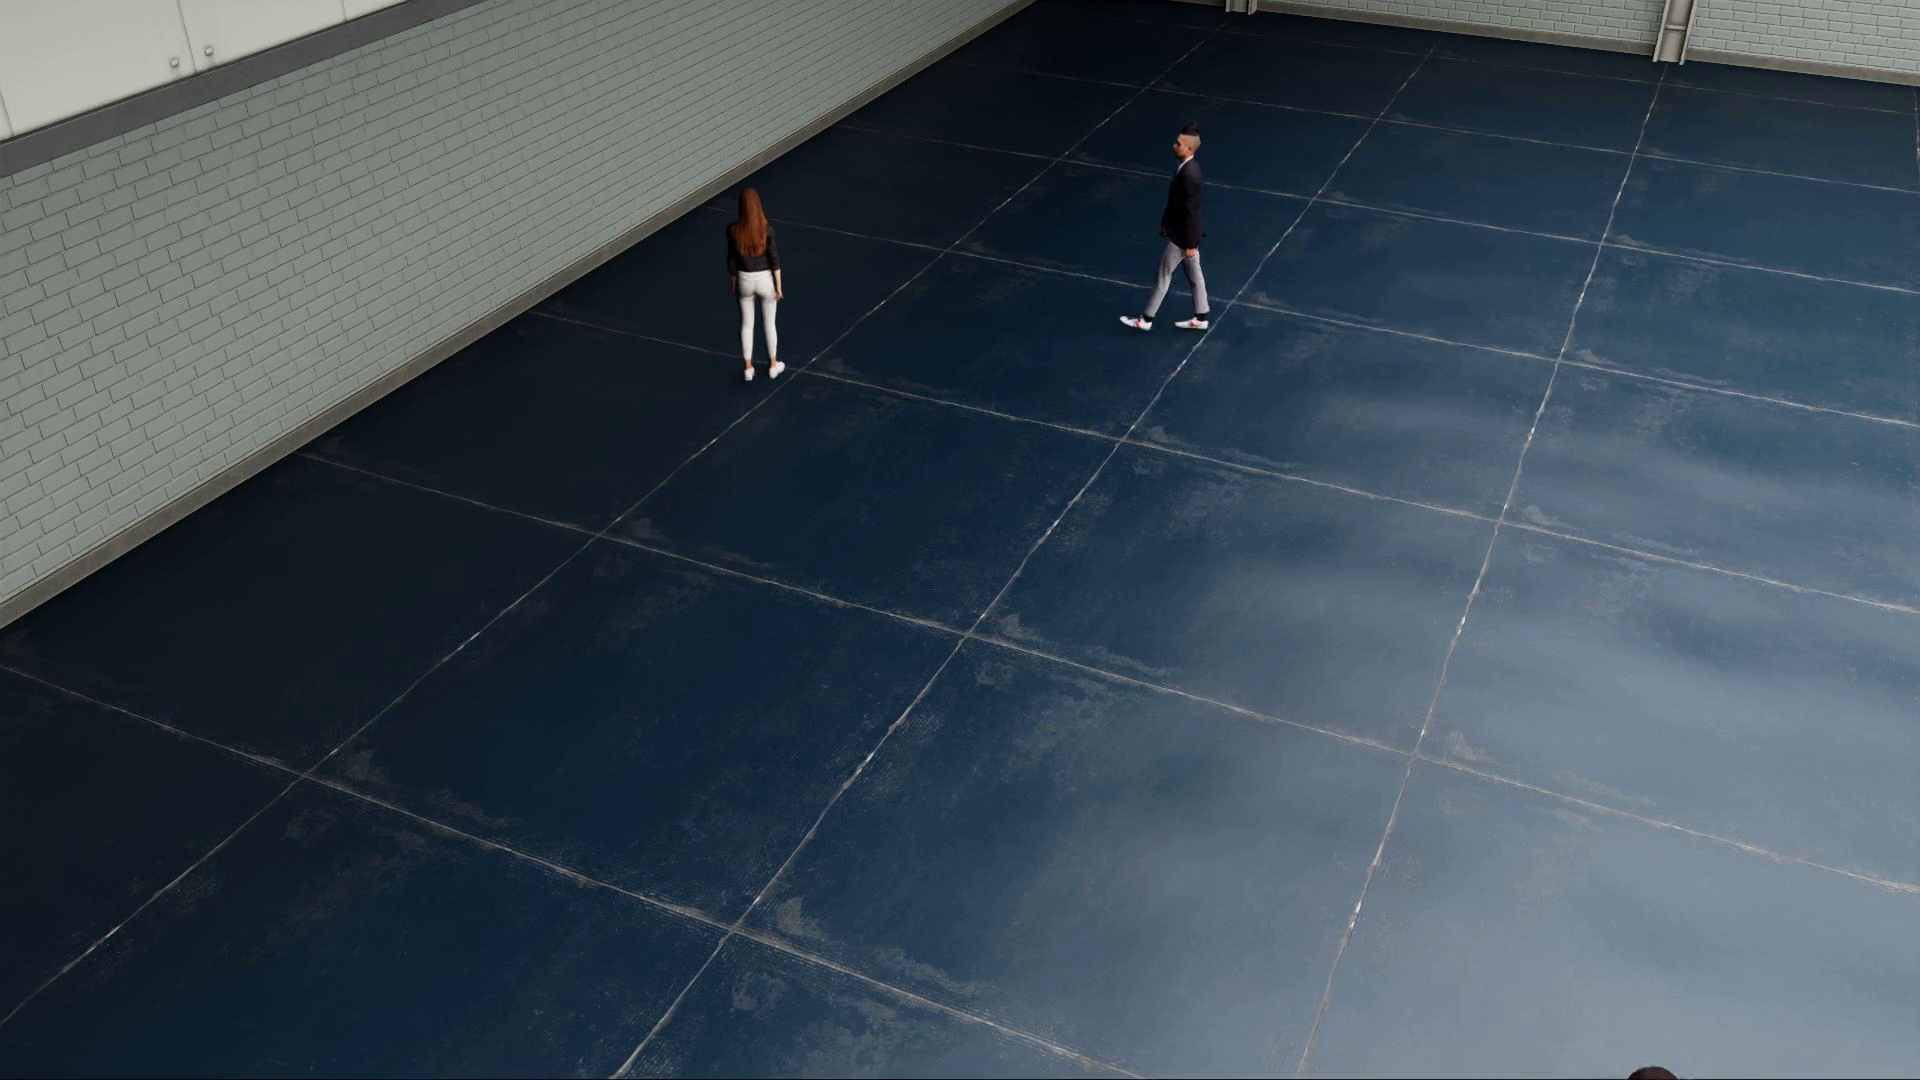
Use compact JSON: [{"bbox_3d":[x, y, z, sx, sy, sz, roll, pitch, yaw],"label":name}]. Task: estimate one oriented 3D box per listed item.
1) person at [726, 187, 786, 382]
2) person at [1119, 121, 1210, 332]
[{"bbox_3d":[-1.733,-2.159,14.030,0.635,1.716,0.740,2,32,3],"label":"person"},{"bbox_3d":[2.092,-2.741,14.756,1.173,1.924,0.977,2,32,3],"label":"person"}]
